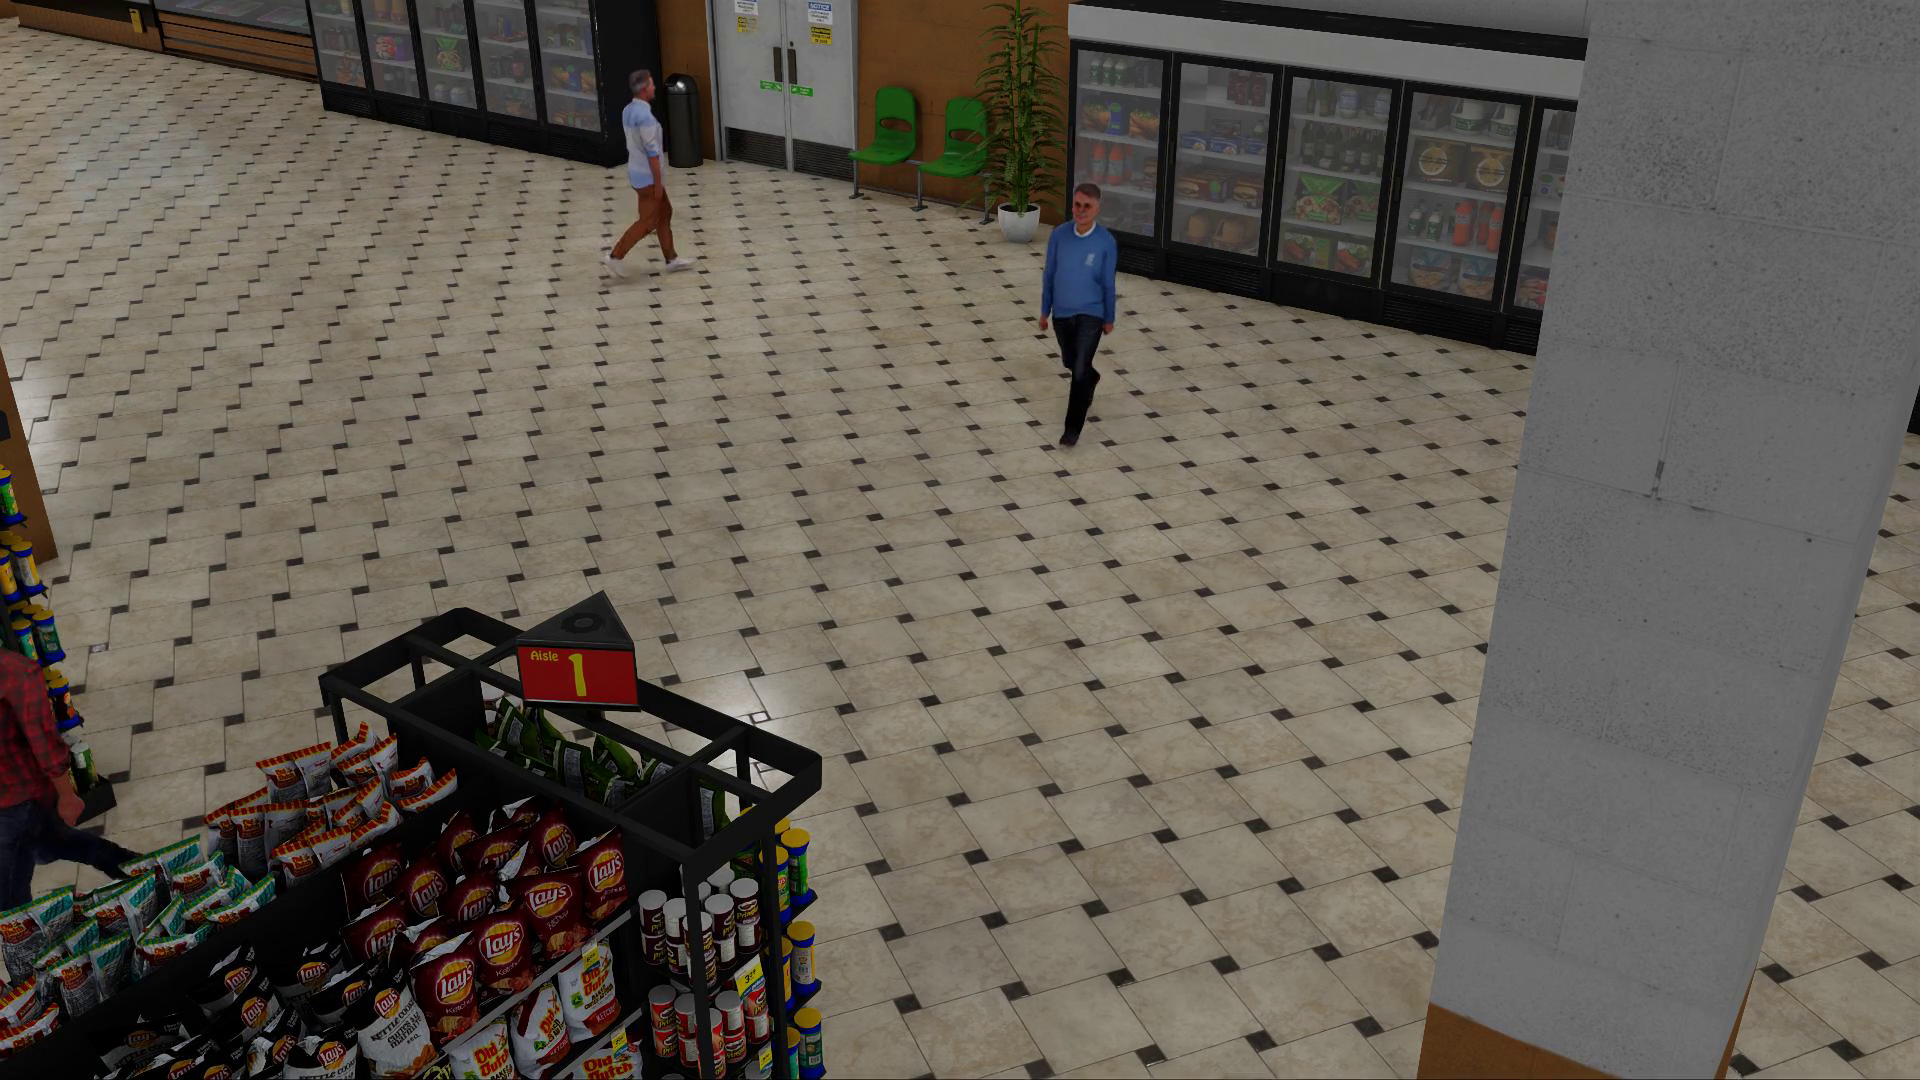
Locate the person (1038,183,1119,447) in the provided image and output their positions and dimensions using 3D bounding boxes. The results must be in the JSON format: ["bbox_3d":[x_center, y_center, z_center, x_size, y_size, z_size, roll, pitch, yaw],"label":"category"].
[{"bbox_3d":[0.843,-1.602,11.507,0.766,1.787,1.176,12,29,23],"label":"person"}]

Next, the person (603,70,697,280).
[{"bbox_3d":[-2.815,-3.170,14.584,1.235,1.800,1.022,-13,30,-24],"label":"person"}]

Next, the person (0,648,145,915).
[{"bbox_3d":[-3.643,0.938,6.497,0.862,1.787,1.281,11,29,21],"label":"person"}]
